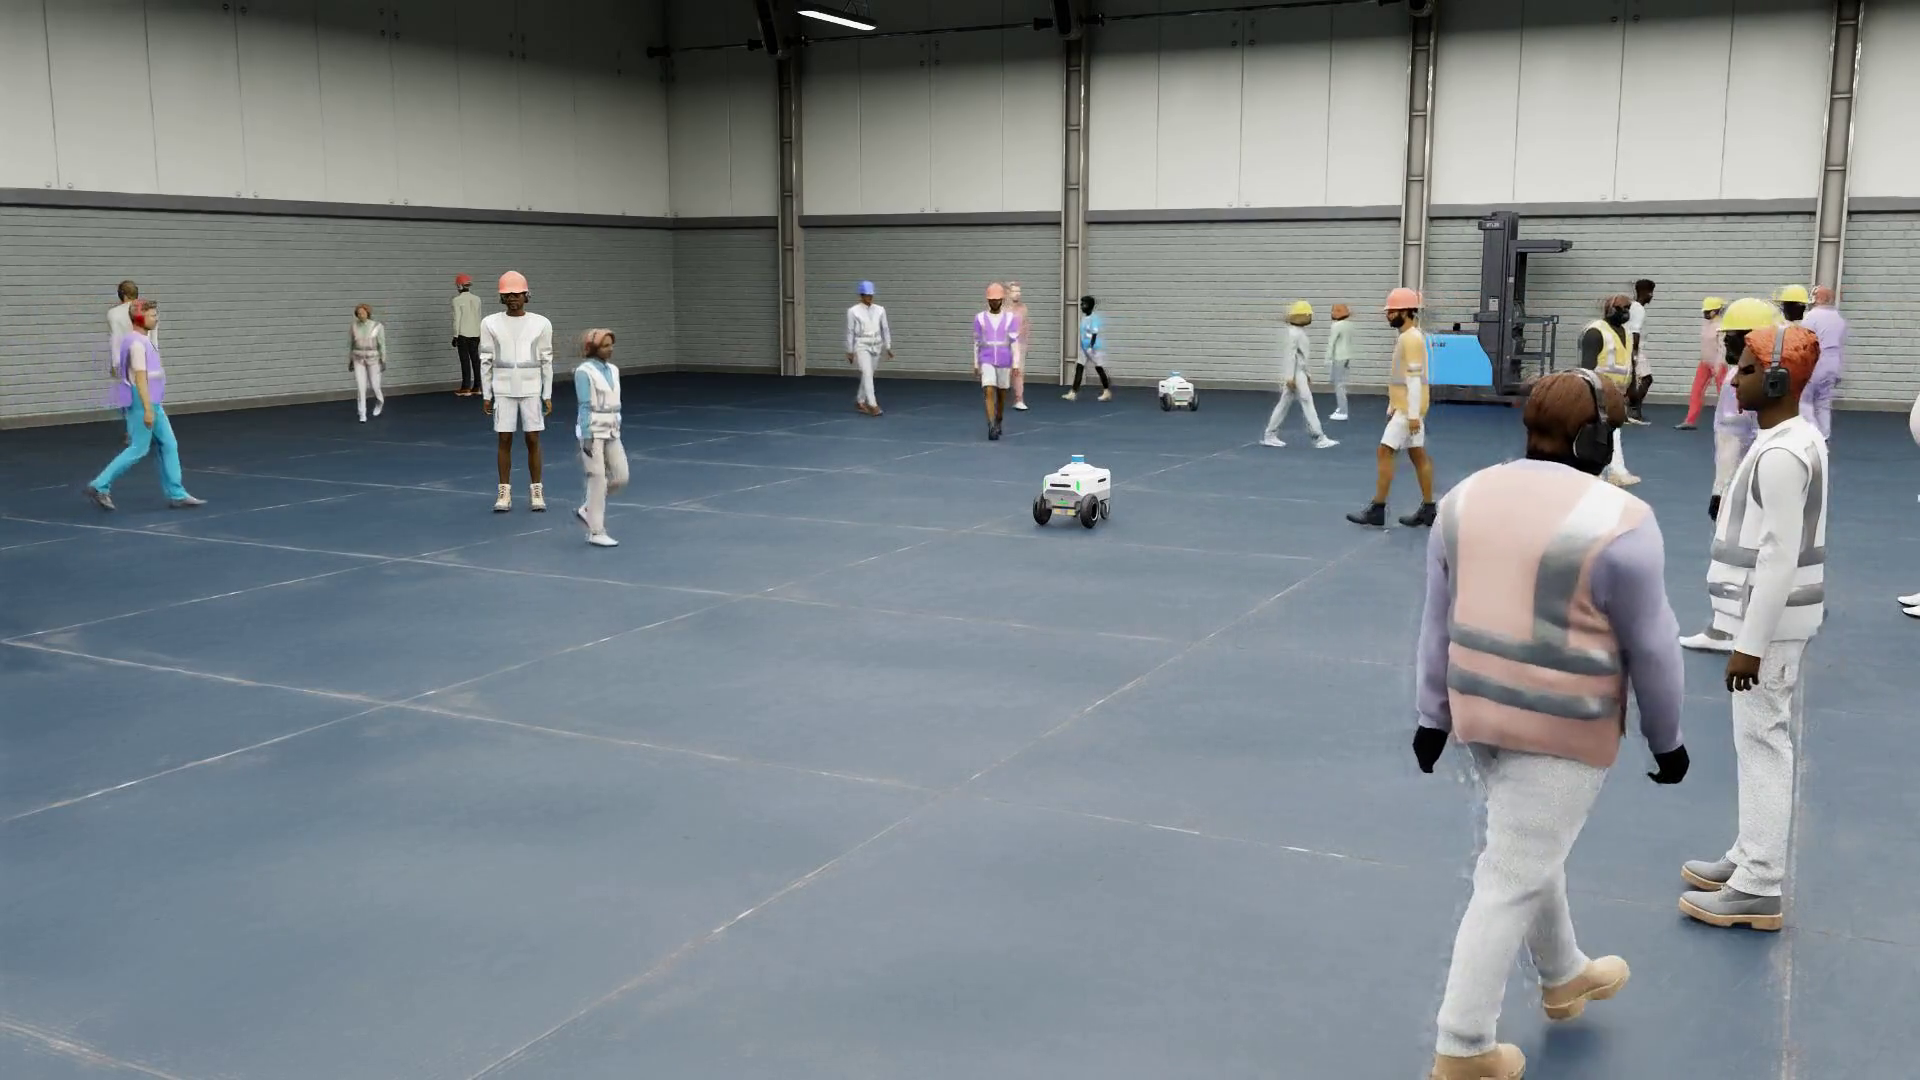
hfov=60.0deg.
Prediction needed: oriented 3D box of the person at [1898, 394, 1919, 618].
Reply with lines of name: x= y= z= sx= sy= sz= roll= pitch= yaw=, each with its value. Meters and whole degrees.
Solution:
person: x=5.860 y=-0.495 z=9.881 sx=0.410 sy=1.909 sz=0.643 roll=5 pitch=10 yaw=26

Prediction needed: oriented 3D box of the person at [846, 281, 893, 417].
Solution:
person: x=-1.327 y=-2.739 z=23.751 sx=0.608 sy=1.903 sz=0.992 roll=-6 pitch=11 yaw=-32

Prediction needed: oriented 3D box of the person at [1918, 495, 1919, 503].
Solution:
person: x=8.293 y=-1.074 z=13.674 sx=0.558 sy=1.828 sz=0.915 roll=1 pitch=9 yaw=4

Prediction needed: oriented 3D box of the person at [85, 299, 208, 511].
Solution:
person: x=-7.034 y=-1.154 z=14.247 sx=0.879 sy=1.815 sz=0.577 roll=-3 pitch=10 yaw=-20

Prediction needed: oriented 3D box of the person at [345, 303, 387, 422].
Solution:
person: x=-8.076 y=-2.425 z=22.666 sx=0.539 sy=1.615 sz=0.512 roll=-2 pitch=9 yaw=-10

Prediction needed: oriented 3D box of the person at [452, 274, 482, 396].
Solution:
person: x=-8.145 y=-3.389 z=27.461 sx=0.375 sy=1.995 sz=0.611 roll=5 pitch=10 yaw=26

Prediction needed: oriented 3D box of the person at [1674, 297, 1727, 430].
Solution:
person: x=9.786 y=-2.282 z=21.505 sx=0.909 sy=1.717 sz=0.526 roll=-2 pitch=9 yaw=-12

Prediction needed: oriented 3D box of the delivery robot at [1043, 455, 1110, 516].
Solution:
delivery robot: x=0.965 y=-0.457 z=13.647 sx=0.477 sy=0.478 sz=0.707 roll=5 pitch=10 yaw=27

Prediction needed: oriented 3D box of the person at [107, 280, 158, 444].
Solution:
person: x=-9.832 y=-2.117 z=19.791 sx=0.372 sy=1.940 sz=0.632 roll=5 pitch=10 yaw=26

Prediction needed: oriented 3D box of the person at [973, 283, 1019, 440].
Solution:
person: x=0.444 y=-2.222 z=20.570 sx=0.555 sy=1.903 sz=0.962 roll=0 pitch=9 yaw=-1

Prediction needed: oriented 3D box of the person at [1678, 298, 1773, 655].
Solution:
person: x=4.178 y=-0.310 z=8.729 sx=0.660 sy=1.909 sz=0.605 roll=8 pitch=12 yaw=41

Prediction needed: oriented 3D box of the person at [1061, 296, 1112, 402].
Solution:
person: x=2.033 y=-2.997 z=26.102 sx=0.865 sy=1.647 sz=0.539 roll=-5 pitch=11 yaw=-29

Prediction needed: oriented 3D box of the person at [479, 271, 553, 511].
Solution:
person: x=-3.784 y=-1.261 z=14.223 sx=0.611 sy=2.044 sz=0.421 roll=-2 pitch=9 yaw=-12

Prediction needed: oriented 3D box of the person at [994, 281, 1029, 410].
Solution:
person: x=0.734 y=-2.880 z=24.635 sx=0.652 sy=1.888 sz=0.723 roll=-5 pitch=10 yaw=-26

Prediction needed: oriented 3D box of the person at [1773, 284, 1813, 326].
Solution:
person: x=8.135 y=-1.573 z=16.501 sx=0.484 sy=1.913 sz=0.615 roll=9 pitch=13 yaw=44

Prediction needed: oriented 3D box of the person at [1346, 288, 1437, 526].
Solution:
person: x=3.483 y=-1.057 z=13.351 sx=0.845 sy=1.900 sz=0.571 roll=2 pitch=10 yaw=15

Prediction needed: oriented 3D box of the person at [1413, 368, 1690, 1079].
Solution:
person: x=1.554 y=0.472 z=4.229 sx=0.917 sy=1.800 sz=0.629 roll=-4 pitch=10 yaw=-25

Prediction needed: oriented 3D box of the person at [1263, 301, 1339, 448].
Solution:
person: x=3.951 y=-1.917 z=19.291 sx=0.892 sy=1.689 sz=0.501 roll=3 pitch=10 yaw=19

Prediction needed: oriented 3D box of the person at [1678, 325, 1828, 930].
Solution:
person: x=2.520 y=0.269 z=5.247 sx=0.355 sy=1.882 sz=0.576 roll=5 pitch=10 yaw=26

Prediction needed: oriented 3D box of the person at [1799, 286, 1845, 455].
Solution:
person: x=9.527 y=-1.876 z=18.491 sx=0.669 sy=1.878 sz=0.435 roll=-5 pitch=10 yaw=-26

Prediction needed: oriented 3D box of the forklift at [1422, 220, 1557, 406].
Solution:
forklift: x=8.245 y=-3.527 z=25.720 sx=1.873 sy=2.768 sz=1.129 roll=5 pitch=10 yaw=27

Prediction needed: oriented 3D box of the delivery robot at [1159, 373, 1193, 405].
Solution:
delivery robot: x=3.197 y=-2.238 z=24.634 sx=0.477 sy=0.478 sz=0.707 roll=-2 pitch=9 yaw=-11

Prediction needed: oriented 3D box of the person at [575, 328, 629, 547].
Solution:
person: x=-2.711 y=-0.767 z=12.441 sx=0.408 sy=1.628 sz=0.520 roll=4 pitch=10 yaw=24

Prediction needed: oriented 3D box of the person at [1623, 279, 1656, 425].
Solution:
person: x=9.044 y=-2.500 z=22.158 sx=0.606 sy=1.940 sz=0.612 roll=1 pitch=9 yaw=6

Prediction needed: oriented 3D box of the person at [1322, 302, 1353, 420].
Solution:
person: x=5.216 y=-2.470 z=22.960 sx=0.449 sy=1.618 sz=0.509 roll=6 pitch=11 yaw=34

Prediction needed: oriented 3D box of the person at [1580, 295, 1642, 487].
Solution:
person: x=6.280 y=-1.415 z=15.844 sx=0.658 sy=1.807 sz=0.847 roll=-7 pitch=12 yaw=-38
